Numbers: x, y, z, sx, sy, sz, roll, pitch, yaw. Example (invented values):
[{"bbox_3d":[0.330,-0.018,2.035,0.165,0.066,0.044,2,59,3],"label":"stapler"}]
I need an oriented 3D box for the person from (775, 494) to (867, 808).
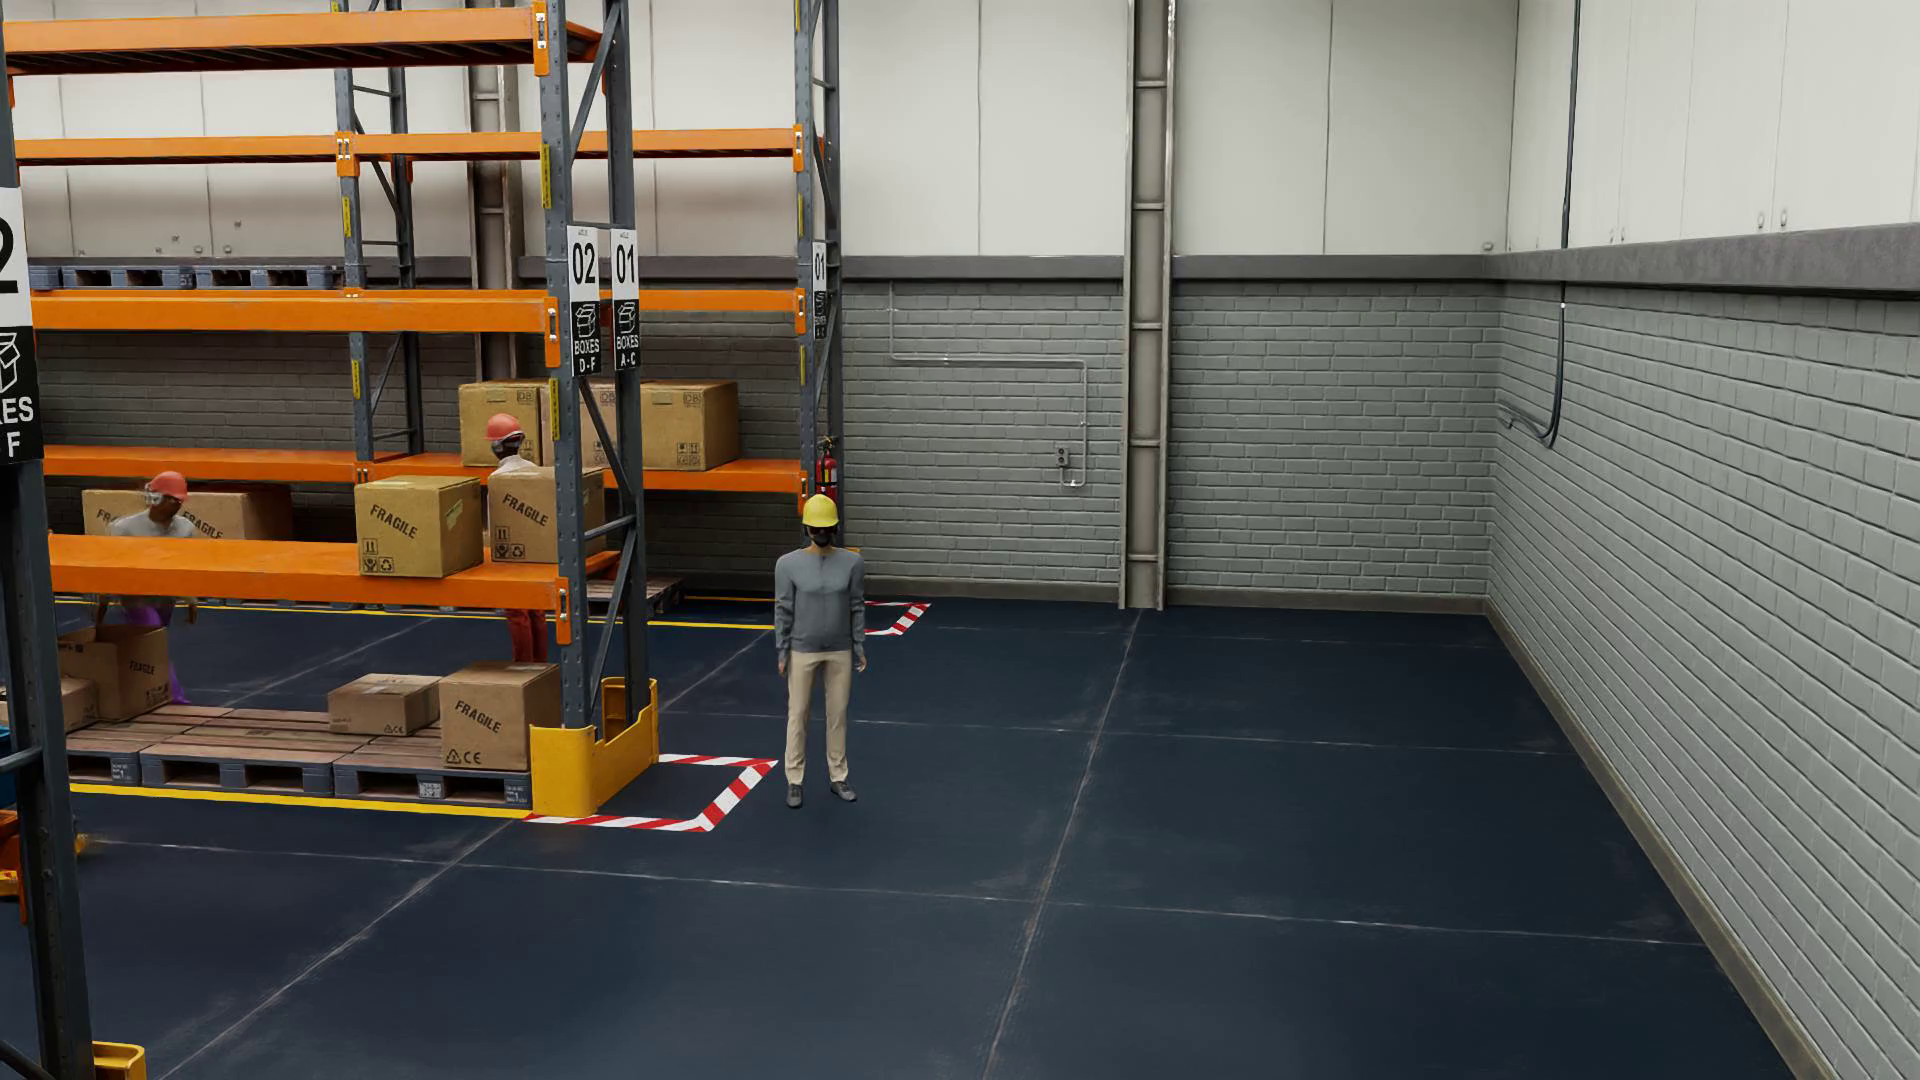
[{"bbox_3d":[-0.770,0.617,9.308,0.527,1.767,0.331,-3,10,-18],"label":"person"}]

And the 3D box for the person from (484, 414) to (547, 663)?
[{"bbox_3d":[-3.179,0.096,11.841,0.392,1.991,0.613,2,9,12],"label":"person"}]

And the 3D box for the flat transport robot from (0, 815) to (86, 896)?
[{"bbox_3d":[-5.188,1.543,8.183,1.431,0.197,0.652,0,9,-1],"label":"flat transport robot"}]

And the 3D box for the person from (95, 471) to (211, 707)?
[{"bbox_3d":[-5.316,0.389,10.973,0.889,1.682,0.612,5,11,30],"label":"person"}]
